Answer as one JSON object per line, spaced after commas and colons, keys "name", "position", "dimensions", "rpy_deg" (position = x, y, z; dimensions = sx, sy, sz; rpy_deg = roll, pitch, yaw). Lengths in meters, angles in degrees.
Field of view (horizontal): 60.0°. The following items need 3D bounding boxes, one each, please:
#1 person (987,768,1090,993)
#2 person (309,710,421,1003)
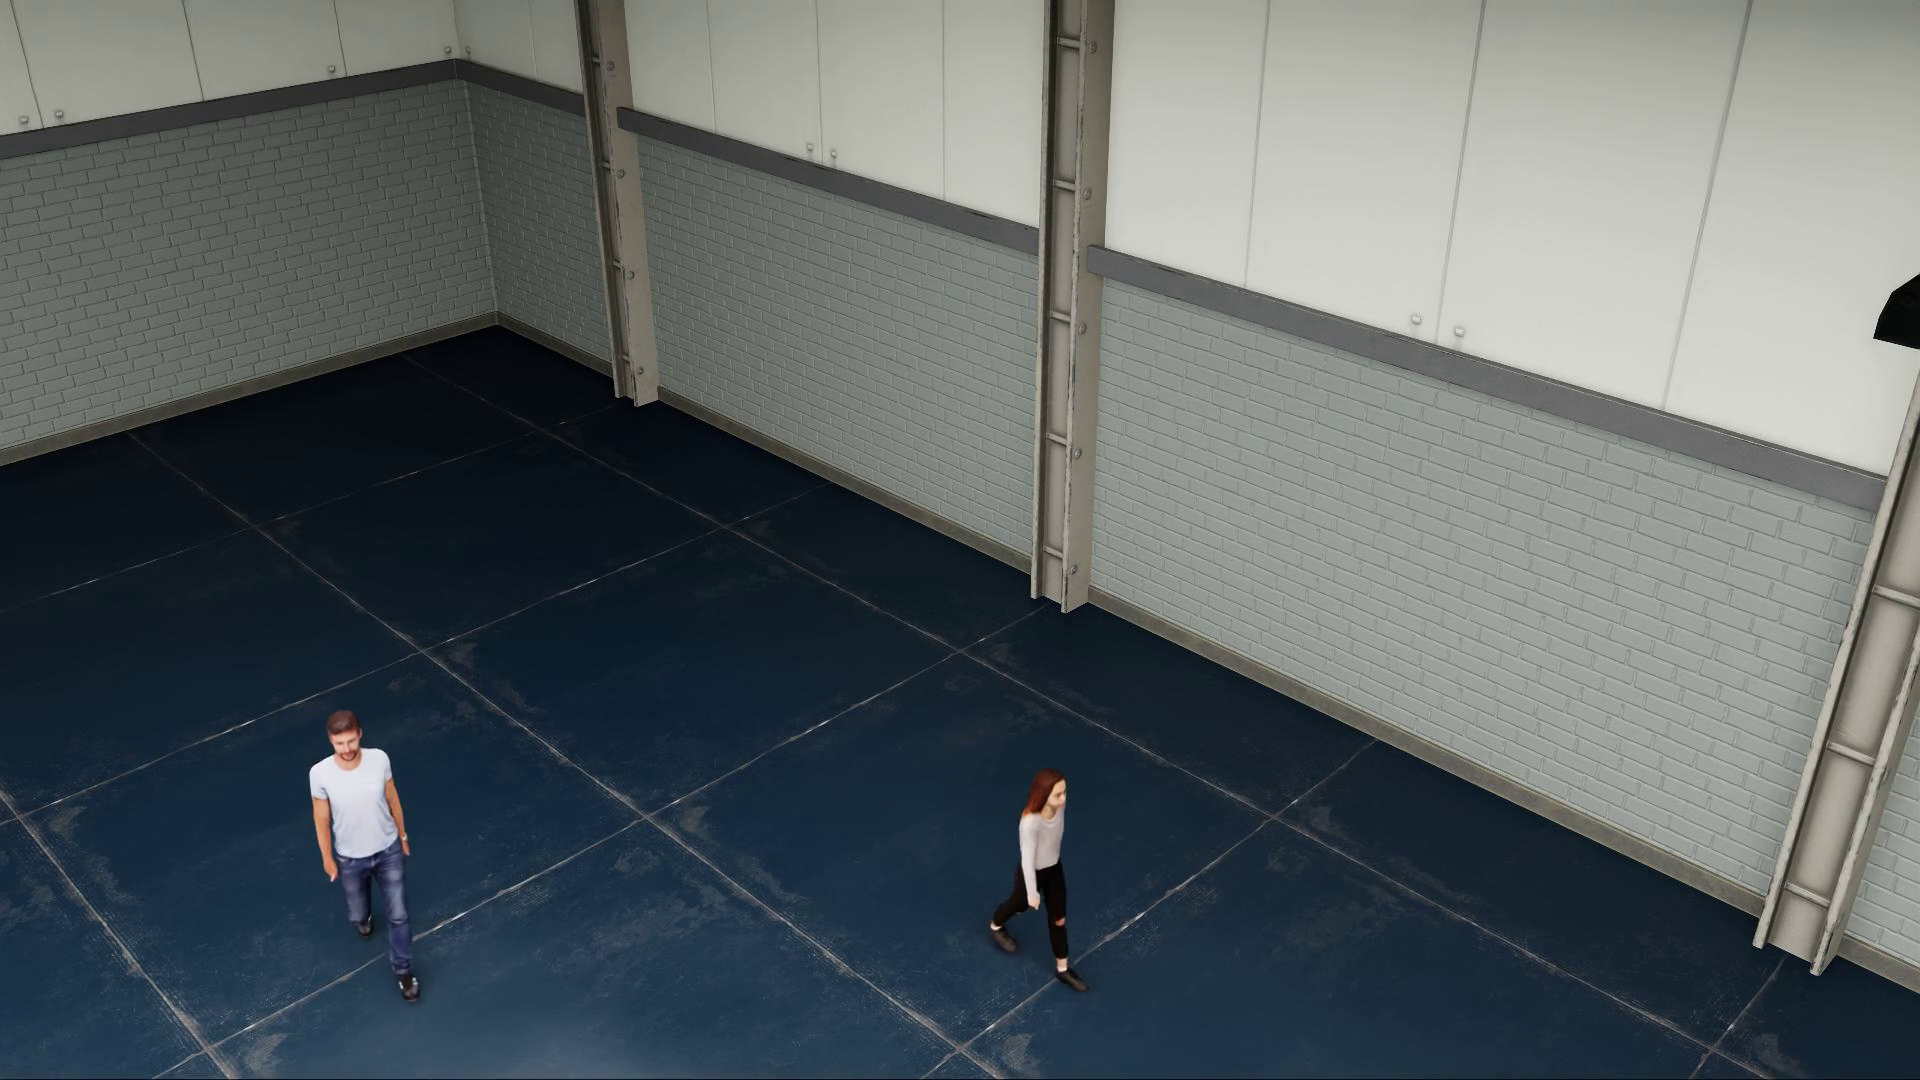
{"name": "person", "position": [0.396, 1.902, 9.644], "dimensions": [0.985, 1.446, 0.563], "rpy_deg": [23, 36, 36]}
{"name": "person", "position": [-3.410, 1.736, 9.529], "dimensions": [0.813, 1.847, 1.094], "rpy_deg": [-15, 32, -26]}
